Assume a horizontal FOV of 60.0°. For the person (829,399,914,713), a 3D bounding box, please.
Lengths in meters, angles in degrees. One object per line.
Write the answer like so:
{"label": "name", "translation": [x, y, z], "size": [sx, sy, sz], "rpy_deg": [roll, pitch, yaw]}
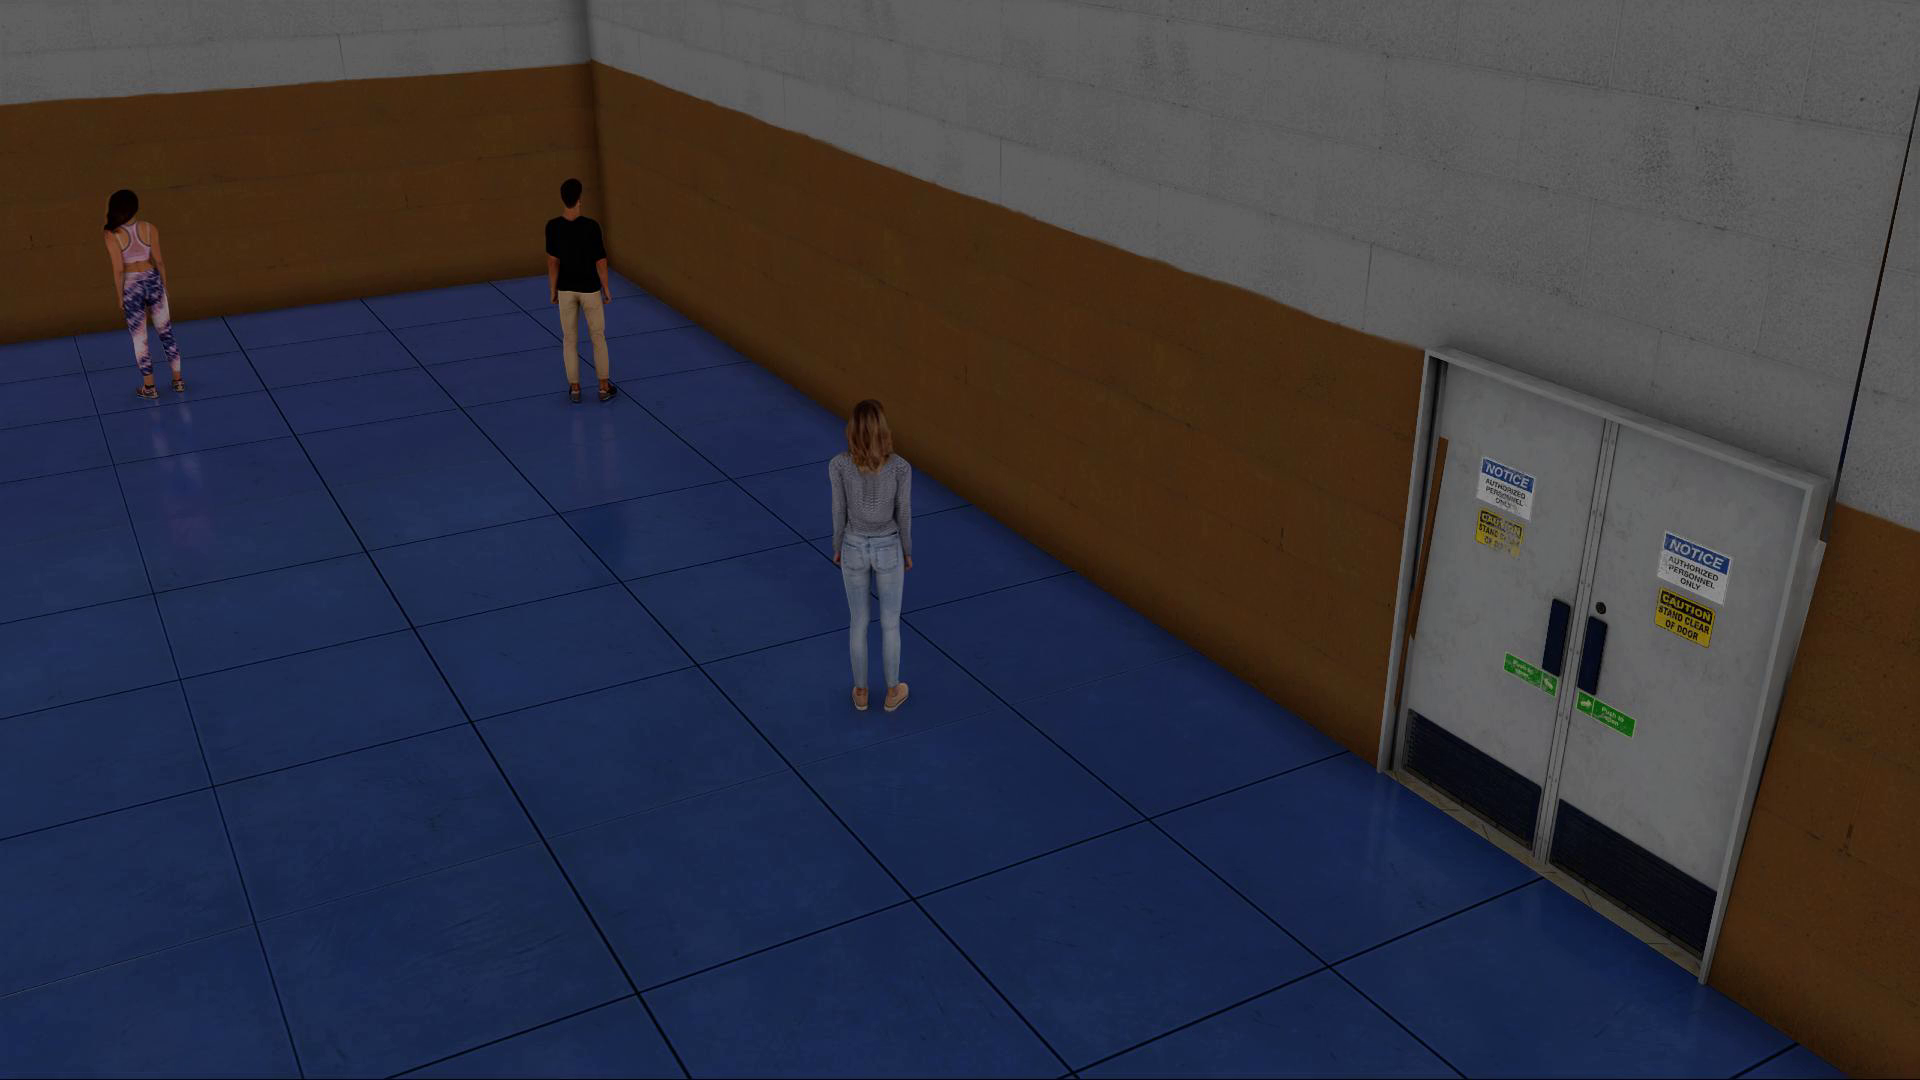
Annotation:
{"label": "person", "translation": [-0.478, 0.088, 9.039], "size": [0.613, 1.795, 0.717], "rpy_deg": [2, 24, 4]}

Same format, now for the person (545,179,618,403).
{"label": "person", "translation": [-3.178, -2.079, 13.885], "size": [0.636, 1.855, 0.785], "rpy_deg": [-1, 24, -3]}

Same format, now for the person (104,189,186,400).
{"label": "person", "translation": [-6.895, -2.084, 14.037], "size": [0.707, 1.767, 0.570], "rpy_deg": [21, 31, 39]}
